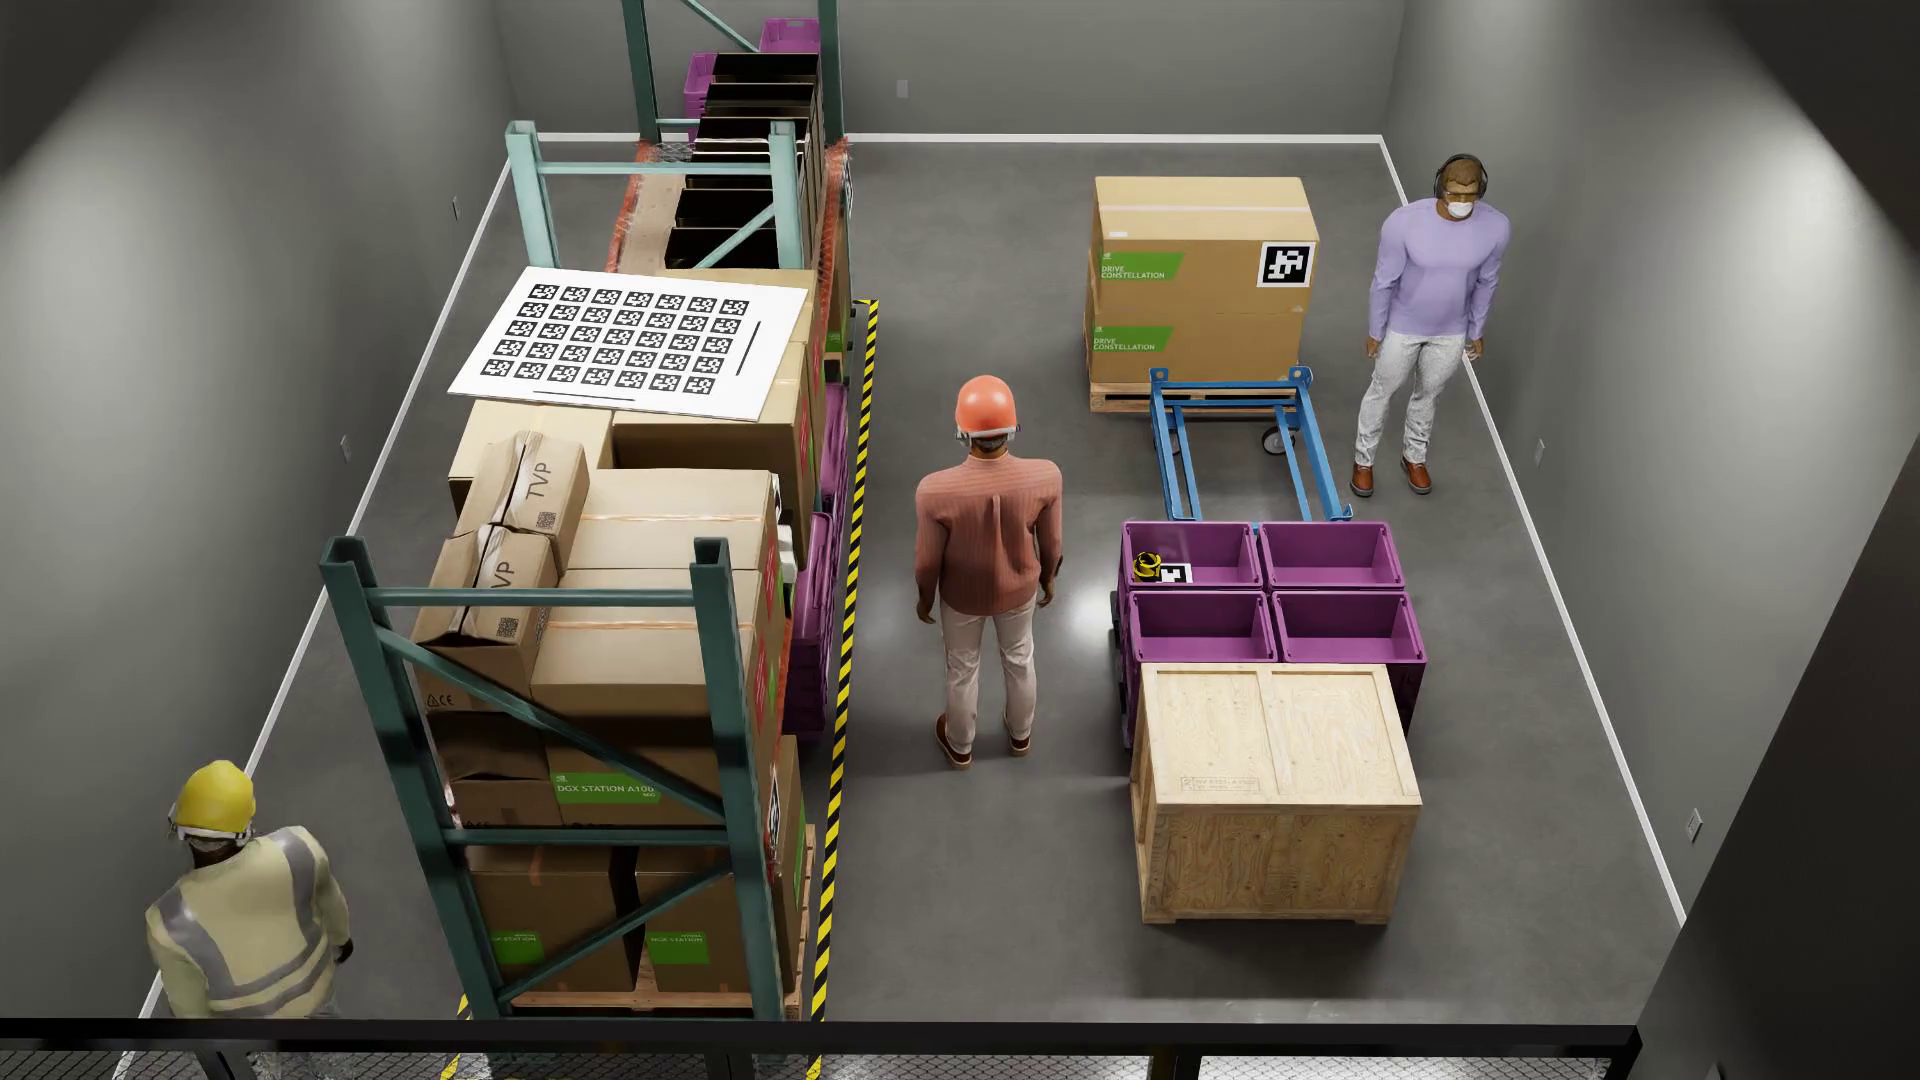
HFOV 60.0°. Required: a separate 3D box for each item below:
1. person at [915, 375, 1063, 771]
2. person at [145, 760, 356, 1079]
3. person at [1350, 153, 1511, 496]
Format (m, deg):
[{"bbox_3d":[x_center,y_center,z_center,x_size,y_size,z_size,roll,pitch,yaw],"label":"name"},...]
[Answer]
[{"bbox_3d":[0.113,0.169,6.880,0.622,1.993,0.385,-9,42,-11],"label":"person"},{"bbox_3d":[-2.290,1.464,5.555,0.618,1.789,0.483,-31,50,-31],"label":"person"},{"bbox_3d":[2.335,-1.061,8.323,0.628,1.940,0.377,0,41,0],"label":"person"}]
